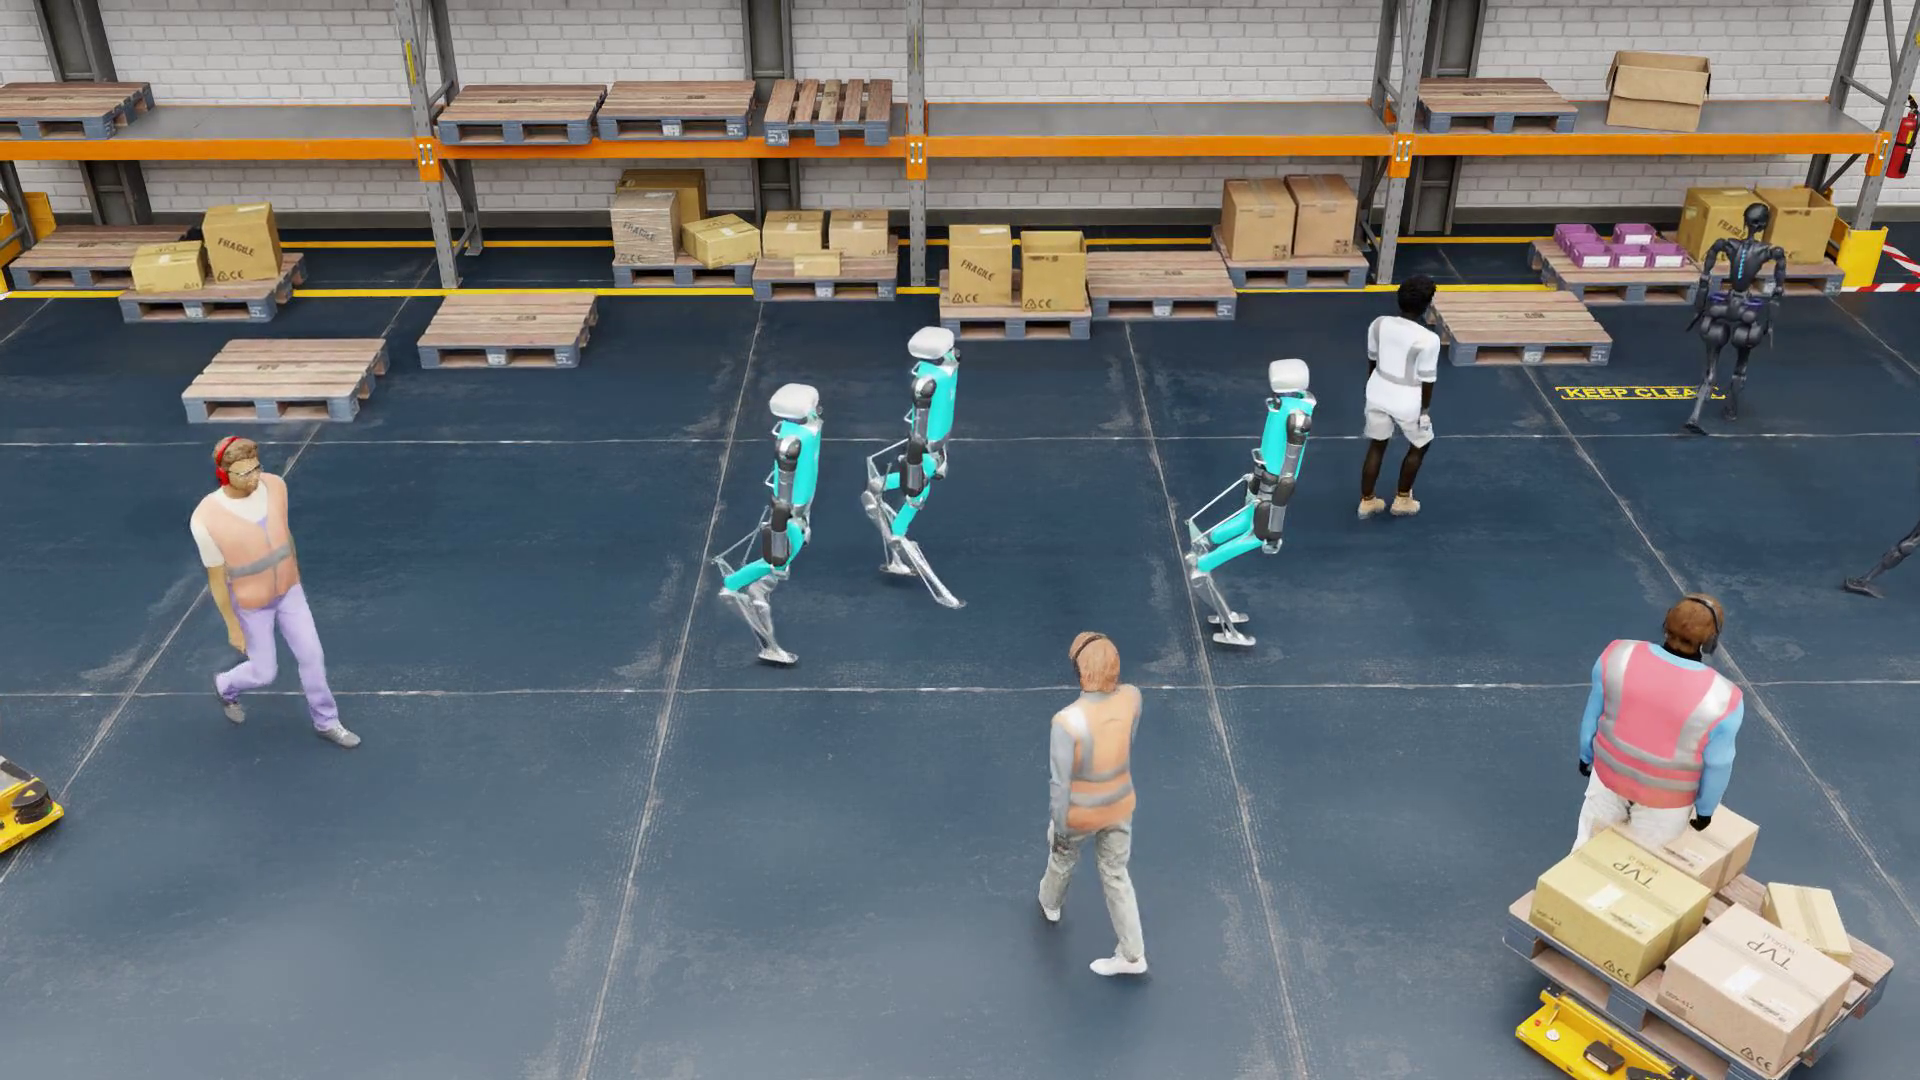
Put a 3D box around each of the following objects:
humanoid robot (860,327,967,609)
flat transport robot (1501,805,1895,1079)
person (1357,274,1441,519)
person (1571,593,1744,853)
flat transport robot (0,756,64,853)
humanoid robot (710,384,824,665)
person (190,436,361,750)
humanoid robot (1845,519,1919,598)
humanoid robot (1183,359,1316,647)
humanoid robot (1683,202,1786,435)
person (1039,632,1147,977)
[{"bbox_3d":[-0.331,-0.429,9.698,0.909,1.763,0.556,11,33,17],"label":"humanoid robot"},{"bbox_3d":[3.110,1.944,7.175,1.431,0.231,0.659,-22,38,-32],"label":"flat transport robot"},{"bbox_3d":[2.811,-0.899,10.527,0.489,1.676,0.555,-23,38,-34],"label":"person"},{"bbox_3d":[2.972,1.029,7.186,0.633,1.832,0.430,25,39,35],"label":"person"},{"bbox_3d":[-5.226,1.252,8.327,1.431,0.231,0.659,18,35,27],"label":"flat transport robot"},{"bbox_3d":[-1.080,0.007,9.062,0.737,1.874,0.530,6,32,10],"label":"humanoid robot"},{"bbox_3d":[-3.570,0.272,8.450,0.761,1.811,0.568,14,34,22],"label":"person"},{"bbox_3d":[5.775,-0.356,9.679,0.785,1.623,0.601,9,32,14],"label":"humanoid robot"},{"bbox_3d":[1.527,-0.196,9.213,0.742,1.691,0.531,0,31,-1],"label":"humanoid robot"},{"bbox_3d":[5.414,-1.536,11.661,0.599,1.646,0.709,20,36,30],"label":"humanoid robot"},{"bbox_3d":[0.581,1.152,7.205,0.524,1.585,0.725,-16,34,-24],"label":"person"}]
